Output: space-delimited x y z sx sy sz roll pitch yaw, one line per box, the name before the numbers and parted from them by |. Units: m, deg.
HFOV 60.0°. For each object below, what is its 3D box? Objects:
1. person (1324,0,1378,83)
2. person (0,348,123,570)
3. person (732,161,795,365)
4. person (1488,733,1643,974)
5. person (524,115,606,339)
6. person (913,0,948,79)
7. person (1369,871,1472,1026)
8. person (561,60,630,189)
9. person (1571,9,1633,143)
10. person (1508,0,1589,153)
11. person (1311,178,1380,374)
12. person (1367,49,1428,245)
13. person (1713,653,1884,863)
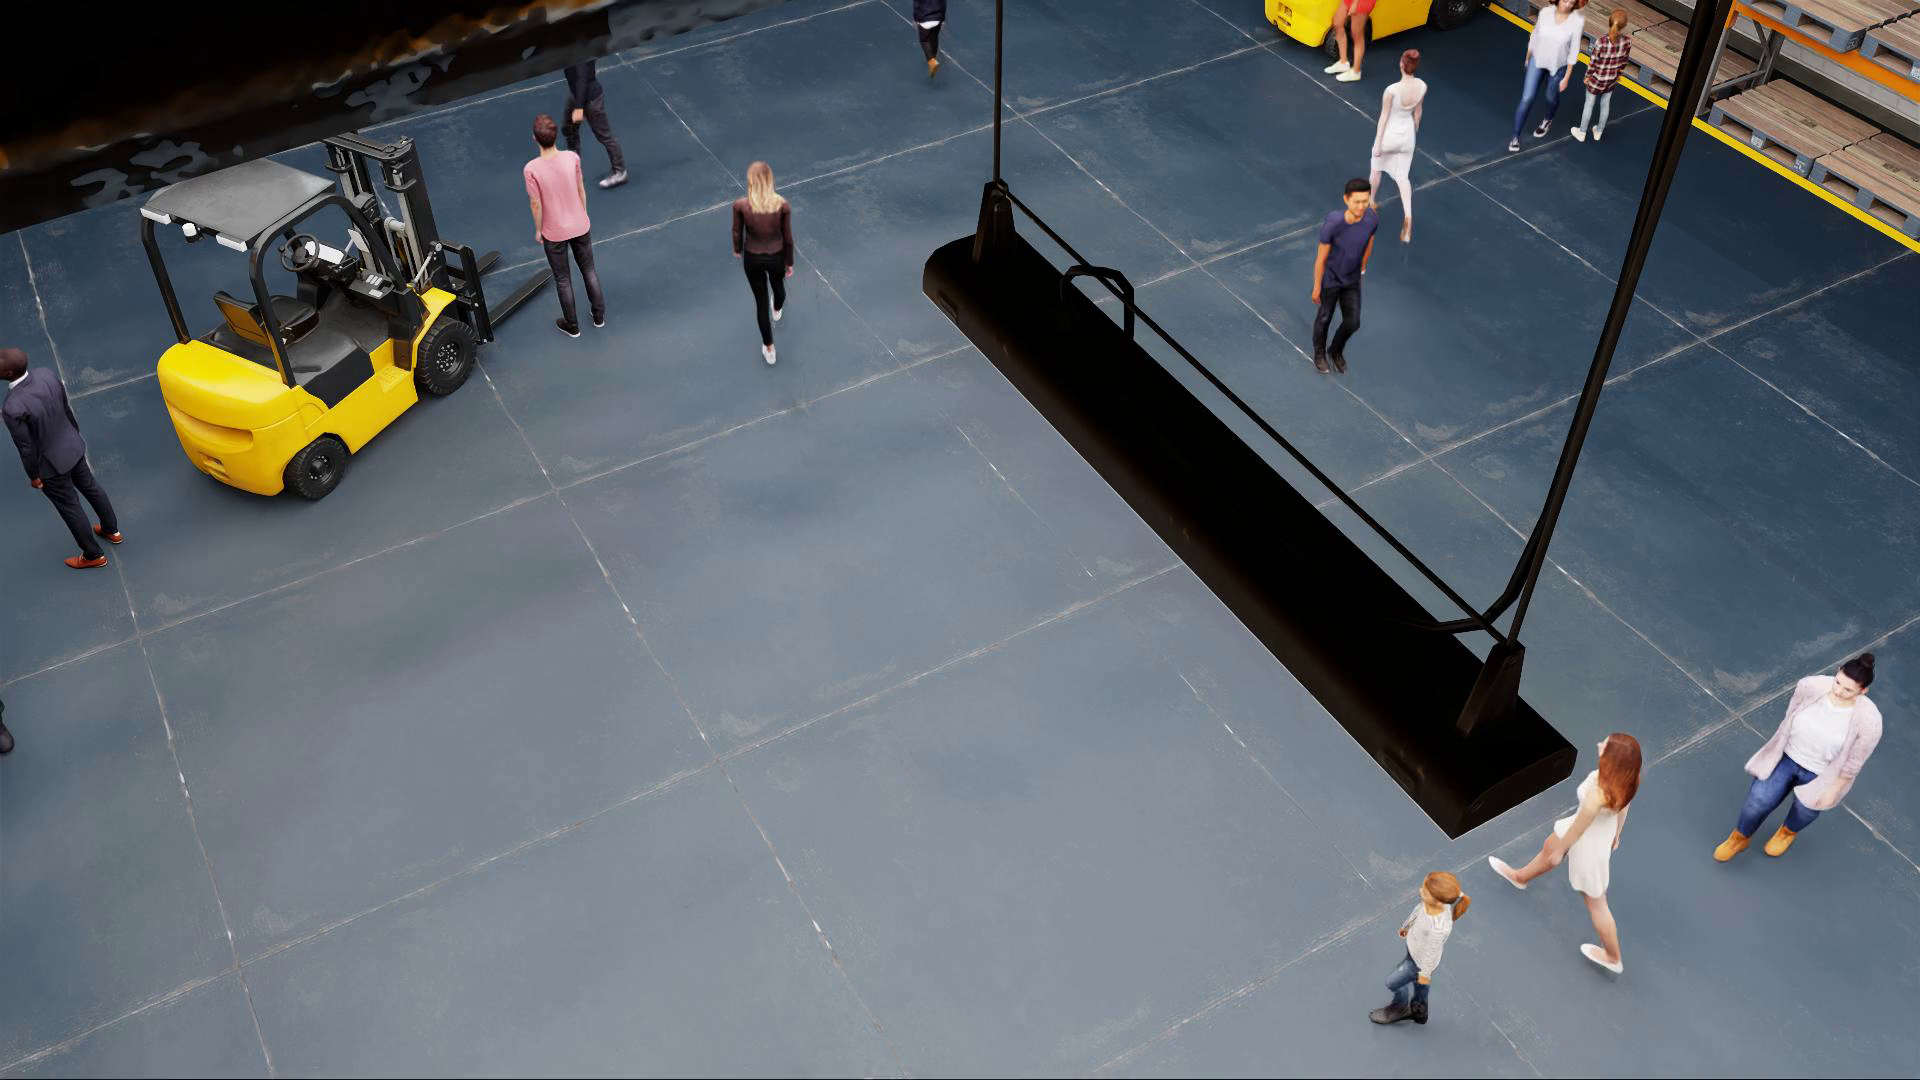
person | 4.056 -5.394 16.507 0.757 1.779 0.672 -2 44 -2
person | -6.207 -0.578 11.421 0.845 1.822 0.775 9 44 9
person | -1.542 -2.156 13.194 0.852 1.660 1.124 -8 44 -9
person | 3.526 1.725 9.123 0.710 1.657 1.231 -31 52 -28
person | -3.174 -2.511 13.350 0.630 1.959 0.561 -25 49 -24
person | -0.296 -5.277 16.795 0.588 1.213 0.794 -13 45 -13
person | 2.531 2.210 8.868 0.664 1.306 0.603 7 44 7
person | -3.283 -4.016 15.017 0.696 1.840 0.853 -24 49 -23
person | 6.129 -4.418 15.826 0.601 1.305 0.615 -2 44 -3
person | 5.586 -4.532 15.672 1.146 1.682 1.053 27 50 26
person | 2.948 -2.099 13.048 0.740 1.779 0.735 -6 44 -6
person | 3.811 -3.379 14.401 0.785 1.768 1.145 -9 44 -10
person | 4.968 1.238 9.588 0.810 1.722 0.790 -30 51 -28
